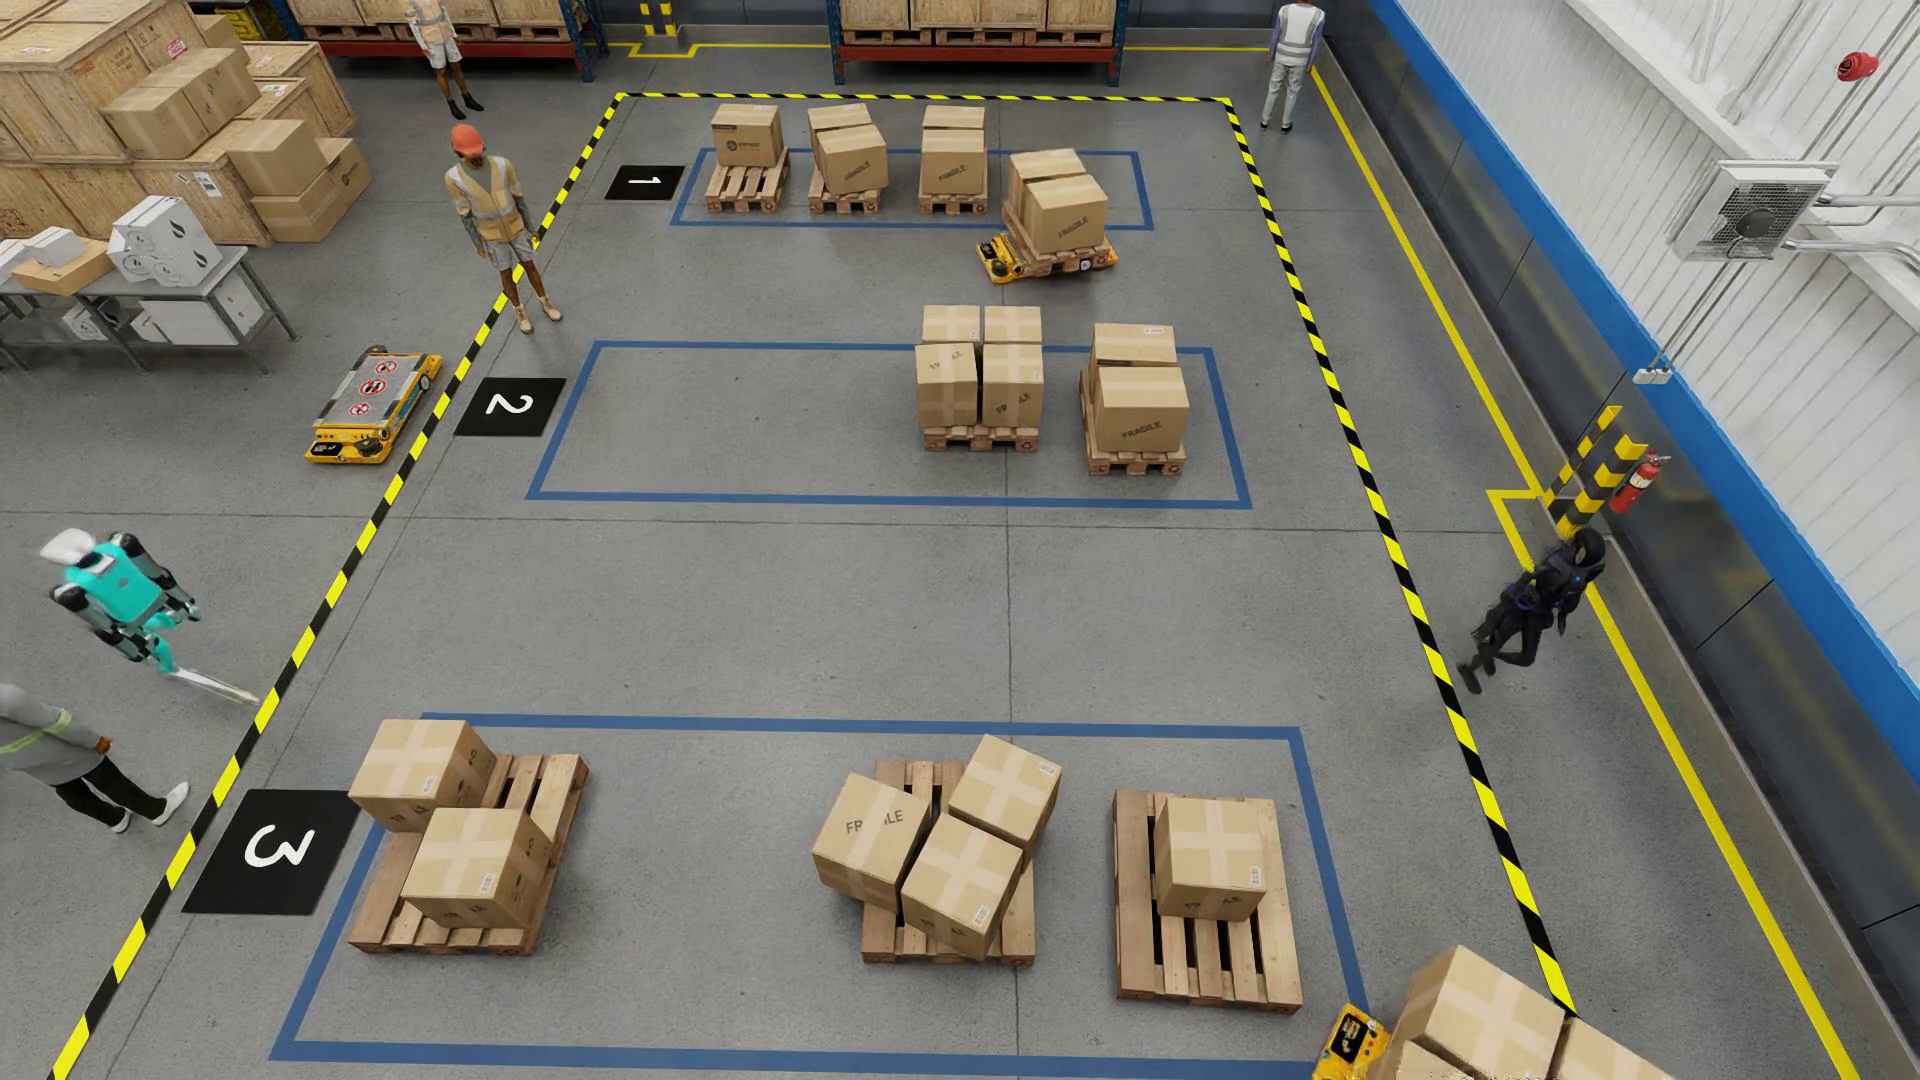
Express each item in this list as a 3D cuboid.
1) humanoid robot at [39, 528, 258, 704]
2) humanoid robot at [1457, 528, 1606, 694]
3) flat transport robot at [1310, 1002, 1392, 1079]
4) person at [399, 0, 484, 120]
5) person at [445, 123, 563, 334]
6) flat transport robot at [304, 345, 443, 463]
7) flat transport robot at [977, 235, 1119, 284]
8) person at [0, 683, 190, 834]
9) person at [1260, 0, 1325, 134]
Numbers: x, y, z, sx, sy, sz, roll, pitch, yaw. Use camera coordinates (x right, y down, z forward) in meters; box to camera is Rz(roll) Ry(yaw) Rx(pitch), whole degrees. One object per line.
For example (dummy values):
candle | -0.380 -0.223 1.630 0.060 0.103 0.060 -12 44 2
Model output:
humanoid robot | -5.466 0.528 6.007 1.047 1.787 0.531 10 50 8
humanoid robot | 3.732 0.475 6.042 0.611 1.642 0.364 -6 50 -5
flat transport robot | 2.558 3.121 4.708 1.431 0.197 0.652 30 56 23
person | -6.661 -6.425 11.710 0.374 1.935 0.547 27 55 21
person | -4.323 -2.924 8.679 0.607 2.046 0.365 -31 57 -24
flat transport robot | -5.383 -1.269 8.441 0.659 0.231 1.431 1 50 1
flat transport robot | 0.960 -3.177 10.037 1.431 0.197 0.652 -12 51 -10
person | -5.341 1.167 5.342 0.597 1.850 0.396 -6 50 -5
person | 4.147 -6.028 11.444 0.586 1.830 0.403 19 52 16
